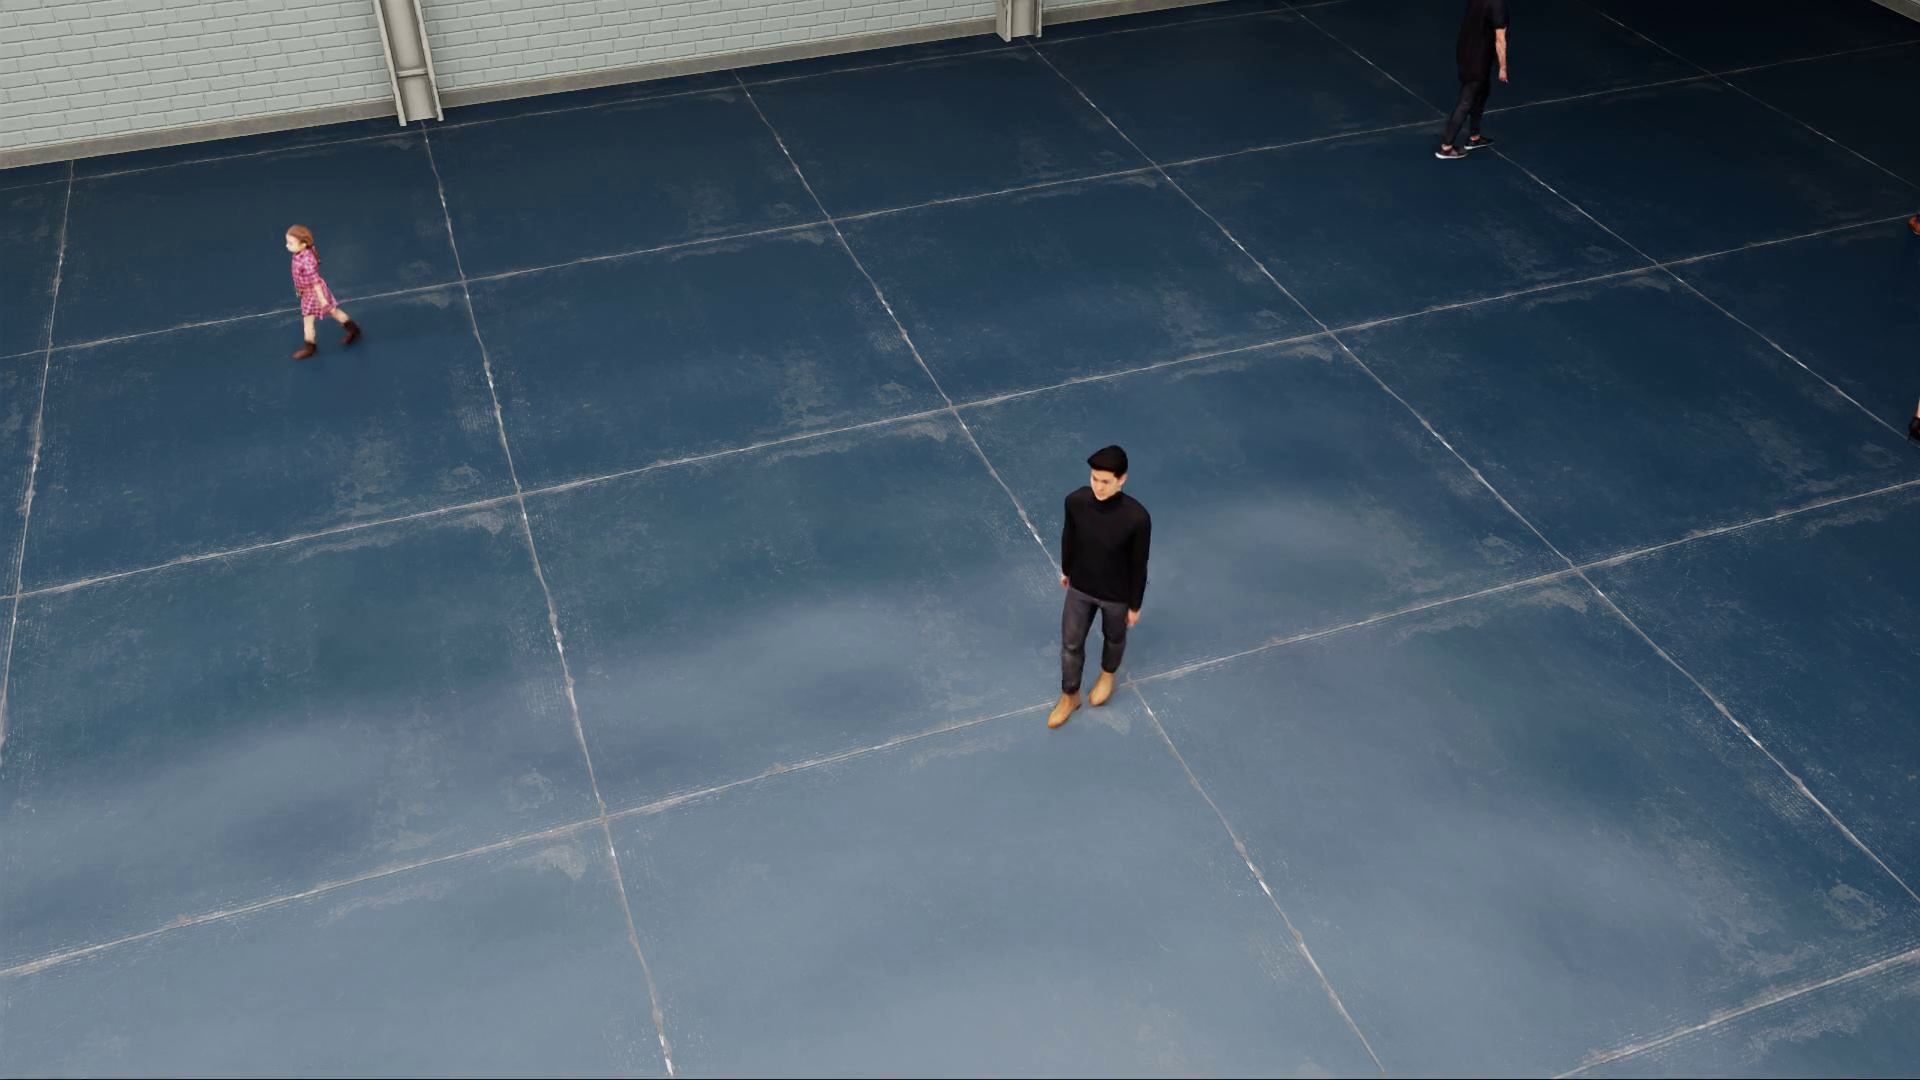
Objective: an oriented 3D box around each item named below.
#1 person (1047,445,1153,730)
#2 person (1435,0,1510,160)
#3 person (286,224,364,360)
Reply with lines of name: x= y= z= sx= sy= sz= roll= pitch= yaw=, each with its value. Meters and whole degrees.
person: x=0.787 y=0.178 z=8.848 sx=0.923 sy=1.708 sz=0.986 roll=17 pitch=41 yaw=21
person: x=4.361 y=-4.144 z=14.255 sx=0.884 sy=1.853 sz=0.802 roll=-6 pitch=38 yaw=-7
person: x=-4.606 y=-1.815 z=11.957 sx=0.763 sy=1.017 sz=0.491 roll=-18 pitch=42 yaw=-22
